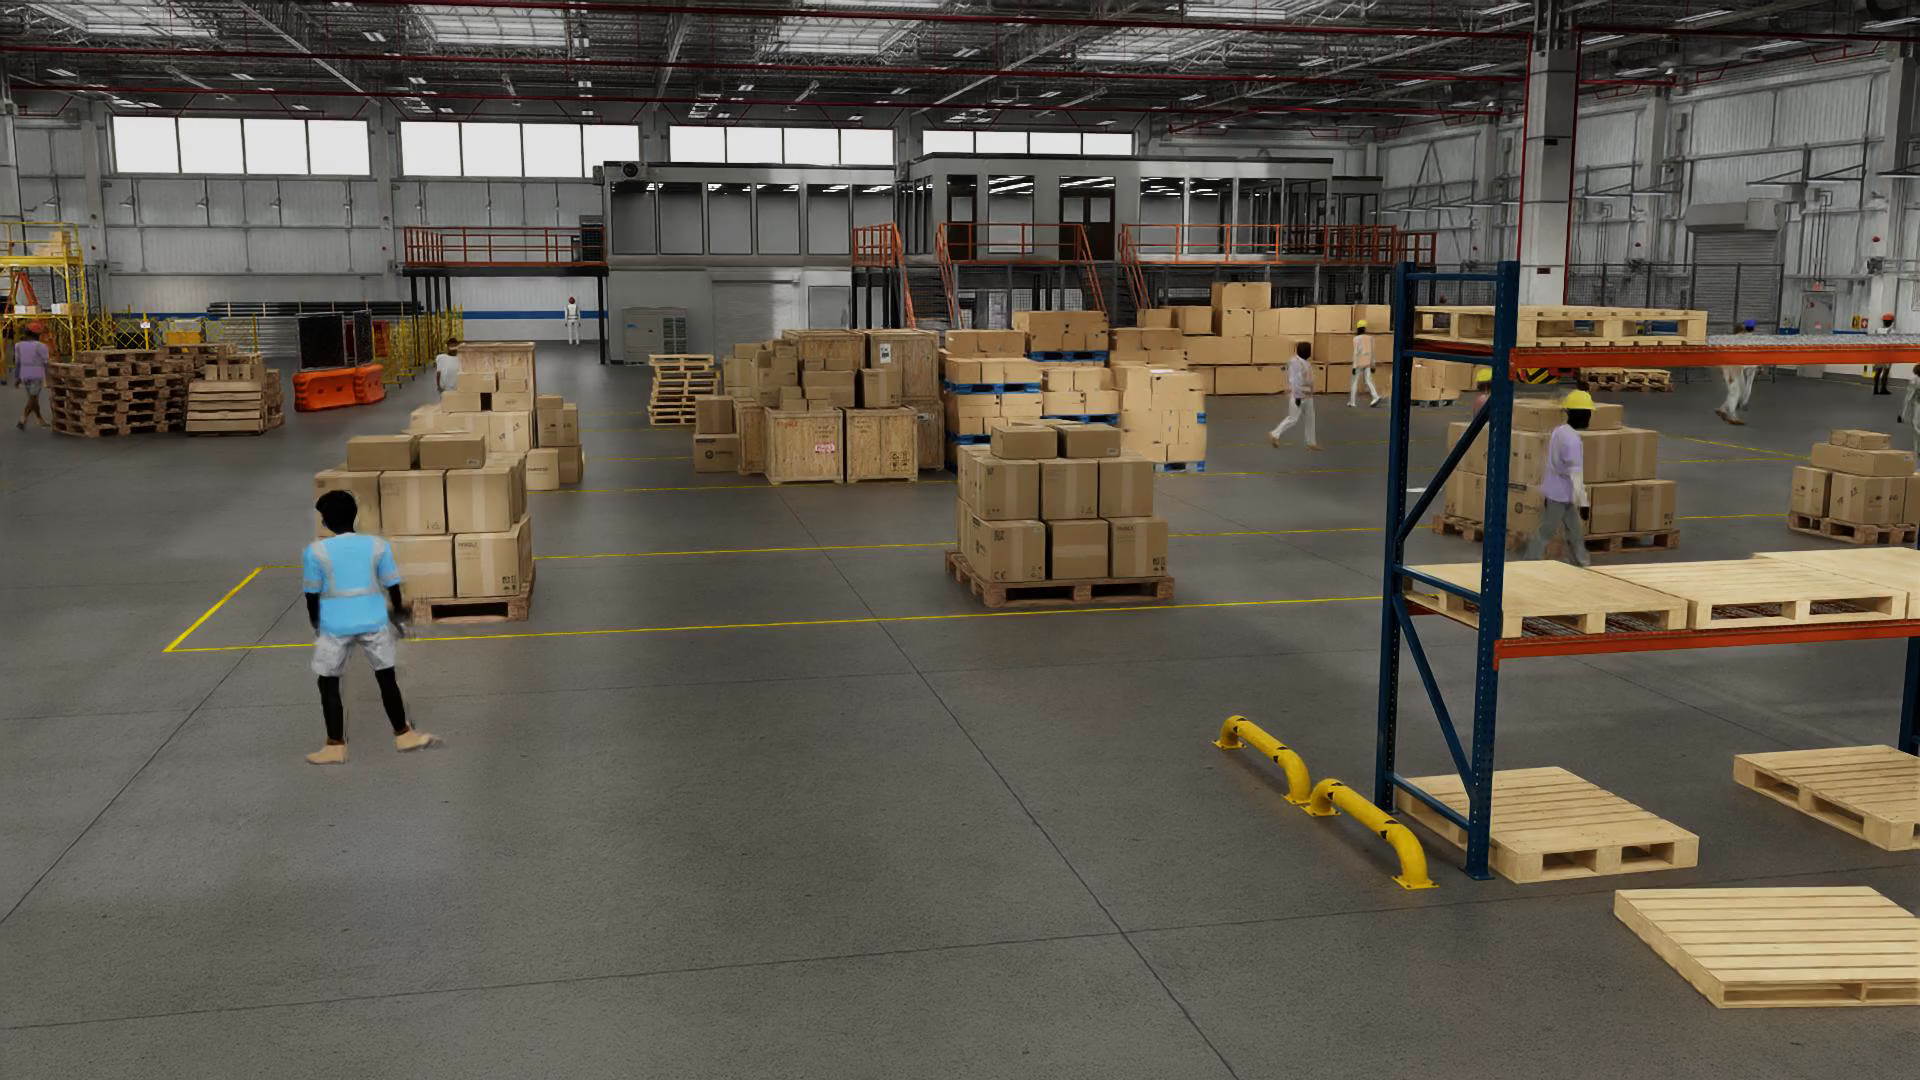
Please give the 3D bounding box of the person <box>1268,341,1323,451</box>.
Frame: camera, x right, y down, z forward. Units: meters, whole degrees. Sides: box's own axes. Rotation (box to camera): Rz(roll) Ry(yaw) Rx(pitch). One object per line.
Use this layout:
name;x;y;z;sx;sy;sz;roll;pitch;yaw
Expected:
person;5.548;-2.378;27.372;0.834;1.813;0.622;8;12;39

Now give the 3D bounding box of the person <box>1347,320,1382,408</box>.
person;8.700;-3.780;35.708;0.621;1.878;0.862;-4;10;-22

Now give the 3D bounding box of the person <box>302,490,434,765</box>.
person;-3.603;0.519;10.151;0.750;1.670;0.321;-6;11;-33

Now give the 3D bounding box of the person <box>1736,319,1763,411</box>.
person;16.607;-3.689;35.074;0.631;1.899;0.955;6;11;31

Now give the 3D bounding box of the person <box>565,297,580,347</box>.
person;-14.651;-8.249;62.926;0.573;1.886;0.357;-2;10;-13

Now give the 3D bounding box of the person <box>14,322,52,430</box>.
person;-17.230;-3.029;30.838;0.635;1.997;0.998;0;9;1

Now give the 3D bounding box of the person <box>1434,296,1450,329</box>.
person;18.003;-8.155;62.189;0.615;1.956;0.990;1;9;4

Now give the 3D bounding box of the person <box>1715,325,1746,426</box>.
person;14.764;-3.149;31.736;0.634;1.919;0.563;-7;11;-35

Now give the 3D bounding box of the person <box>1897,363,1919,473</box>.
person;14.030;-1.843;24.401;0.506;1.705;0.838;-2;10;-12

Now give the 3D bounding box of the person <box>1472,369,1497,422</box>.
person;6.720;-1.314;21.153;0.525;1.723;0.904;-4;10;-25

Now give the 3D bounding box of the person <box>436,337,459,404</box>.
person;-8.585;-2.481;27.889;0.716;1.849;0.528;-7;12;-36

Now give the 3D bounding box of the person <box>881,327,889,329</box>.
person;-1.214;-2.637;28.418;0.514;1.981;0.647;-7;12;-36

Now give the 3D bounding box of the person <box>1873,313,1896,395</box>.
person;21.783;-4.376;39.197;0.507;1.930;0.555;-4;10;-21

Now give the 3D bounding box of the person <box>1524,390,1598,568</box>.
person;5.571;-0.419;15.196;0.963;1.883;0.613;2;10;13
